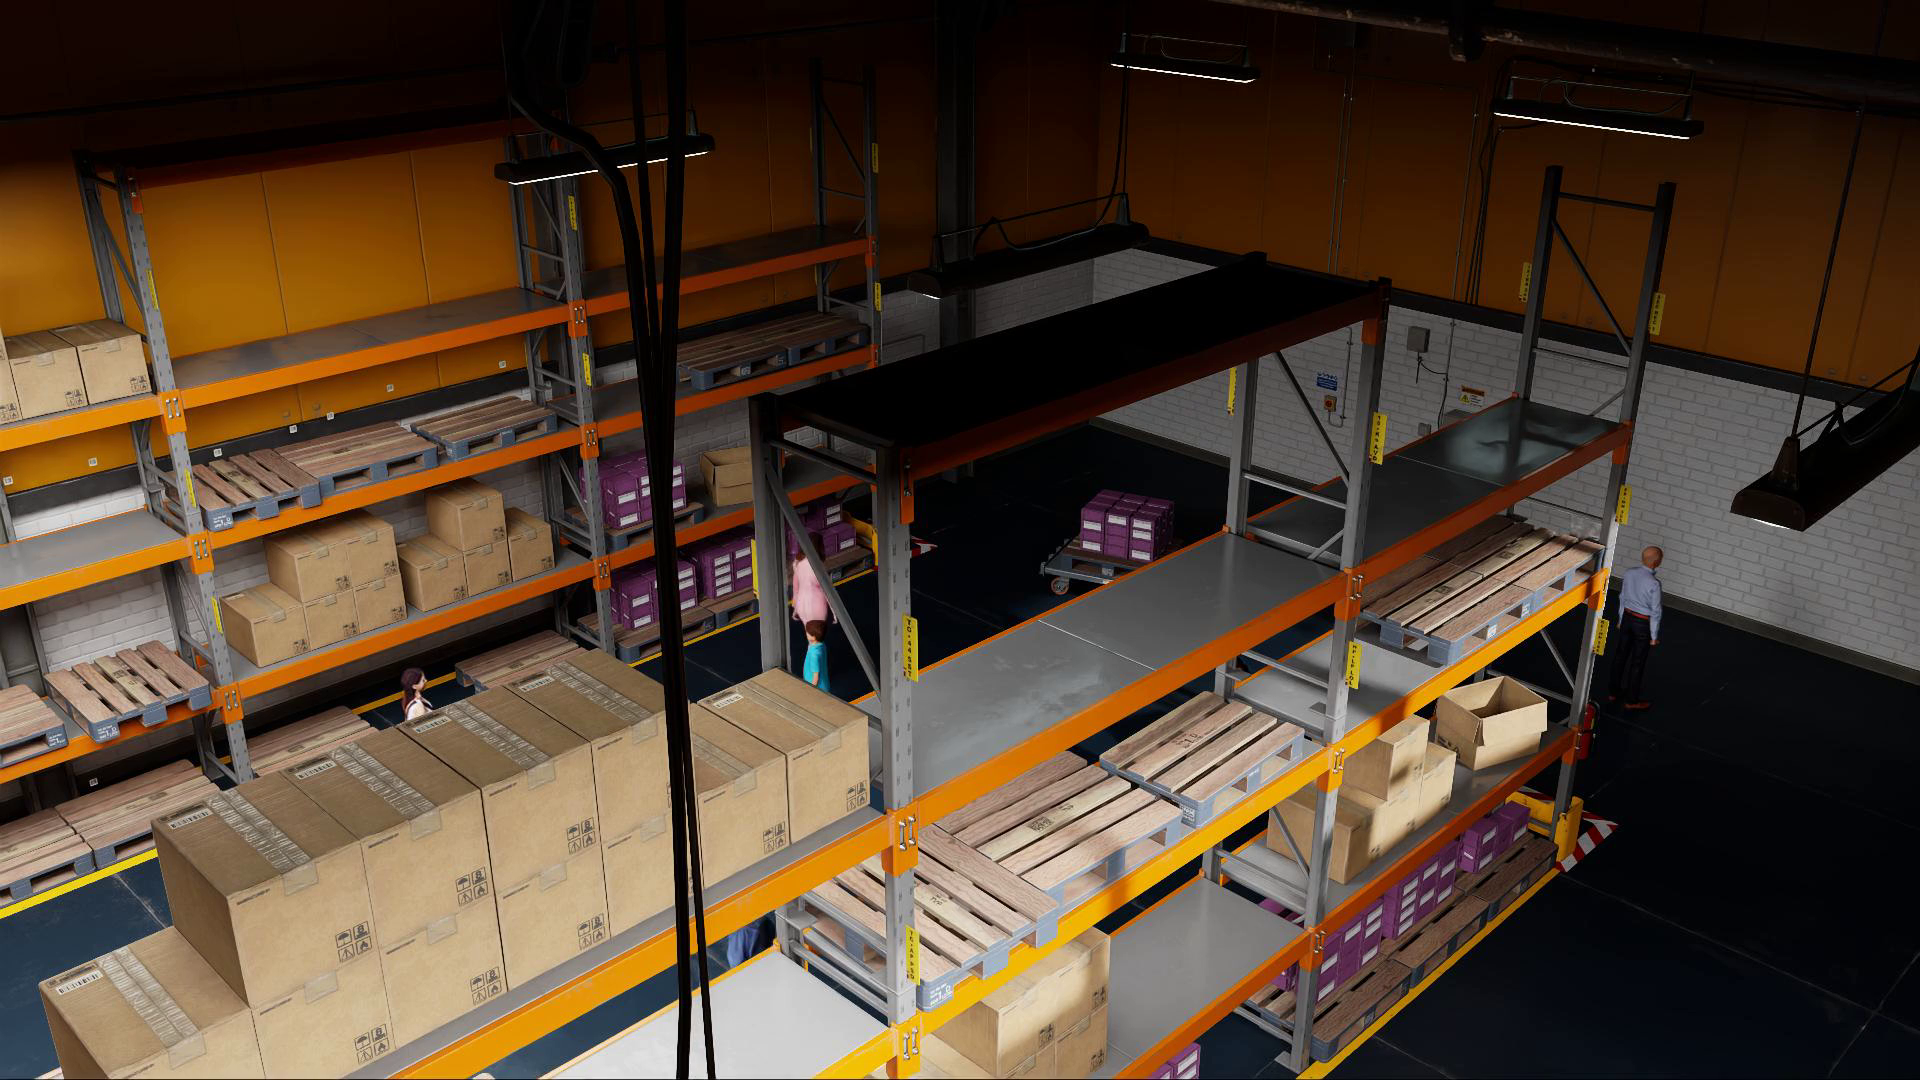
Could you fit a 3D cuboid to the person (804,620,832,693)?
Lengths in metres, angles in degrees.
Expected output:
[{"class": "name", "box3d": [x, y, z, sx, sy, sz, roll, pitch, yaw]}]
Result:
[{"class": "person", "box3d": [-1.387, 1.431, 16.289, 0.655, 1.449, 0.576, 3, 24, 6]}]

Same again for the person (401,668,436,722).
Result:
[{"class": "person", "box3d": [-4.845, 1.890, 14.992, 0.533, 1.648, 0.577, -18, 29, -35]}]

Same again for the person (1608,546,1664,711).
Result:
[{"class": "person", "box3d": [6.975, 0.887, 17.109, 0.667, 1.791, 0.707, -12, 26, -26]}]

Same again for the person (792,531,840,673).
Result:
[{"class": "person", "box3d": [-1.591, 0.795, 17.331, 0.725, 1.780, 0.855, 15, 28, 30]}]
